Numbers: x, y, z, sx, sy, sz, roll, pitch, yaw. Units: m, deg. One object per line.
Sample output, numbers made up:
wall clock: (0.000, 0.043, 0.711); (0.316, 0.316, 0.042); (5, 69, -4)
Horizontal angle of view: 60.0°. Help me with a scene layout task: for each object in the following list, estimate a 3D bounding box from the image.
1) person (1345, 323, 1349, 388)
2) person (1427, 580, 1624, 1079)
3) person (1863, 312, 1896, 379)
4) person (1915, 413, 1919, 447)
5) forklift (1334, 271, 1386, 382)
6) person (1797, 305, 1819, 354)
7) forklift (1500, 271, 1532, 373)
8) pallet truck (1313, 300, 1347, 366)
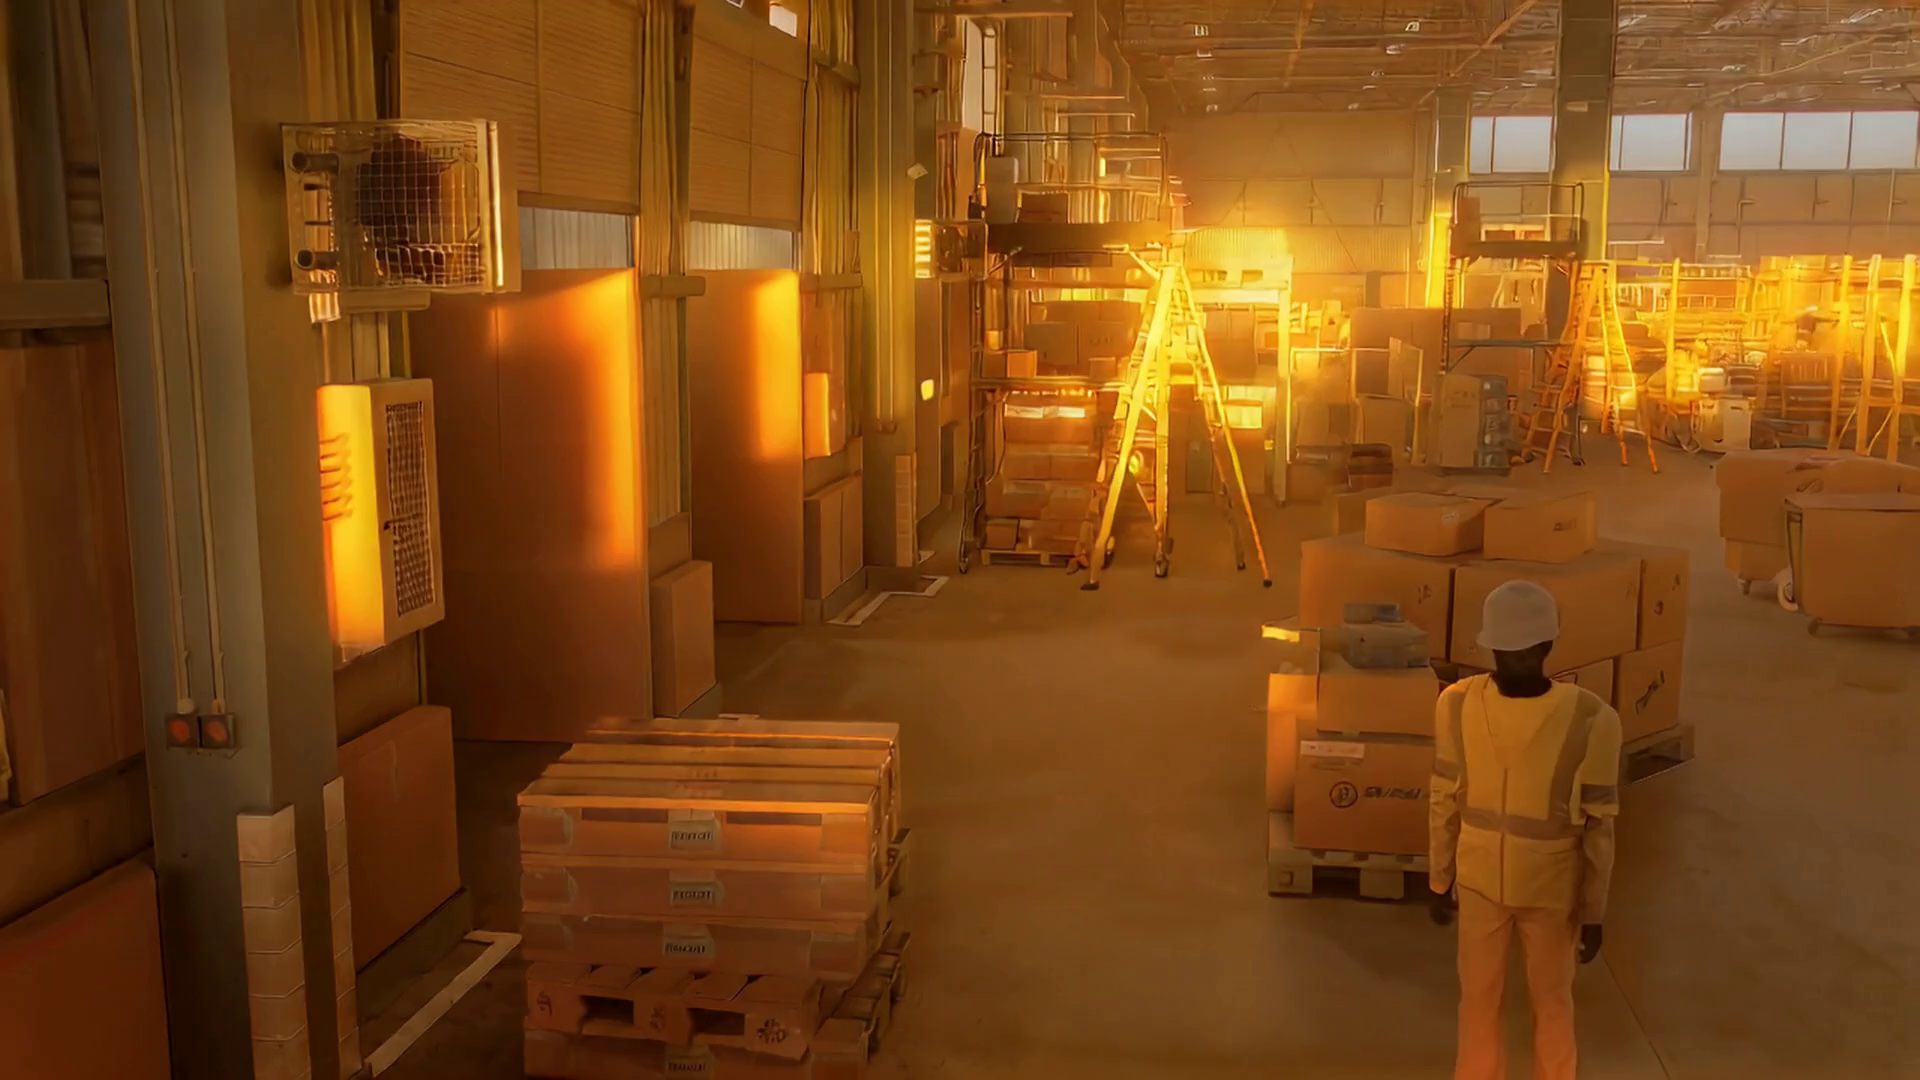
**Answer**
person: (9.474, -4.571, 39.862); (0.551, 1.934, 0.362); (-7, 11, -35)
person: (1.725, 1.065, 5.168); (0.588, 1.918, 0.397); (7, 12, 38)
person: (20.765, -4.197, 37.620); (0.643, 1.926, 0.390); (8, 12, 41)
person: (15.630, -2.346, 26.747); (0.319, 1.739, 0.484); (9, 13, 43)
forklift: (10.436, -5.400, 42.069); (1.873, 2.768, 1.129); (1, 9, 9)
person: (23.715, -5.653, 46.664); (0.734, 1.900, 0.558); (-5, 10, -28)
forklift: (15.134, -5.957, 45.508); (1.873, 2.768, 1.129); (-3, 10, -18)
pallet truck: (11.159, -6.200, 49.718); (0.823, 1.965, 1.885); (4, 10, 26)
